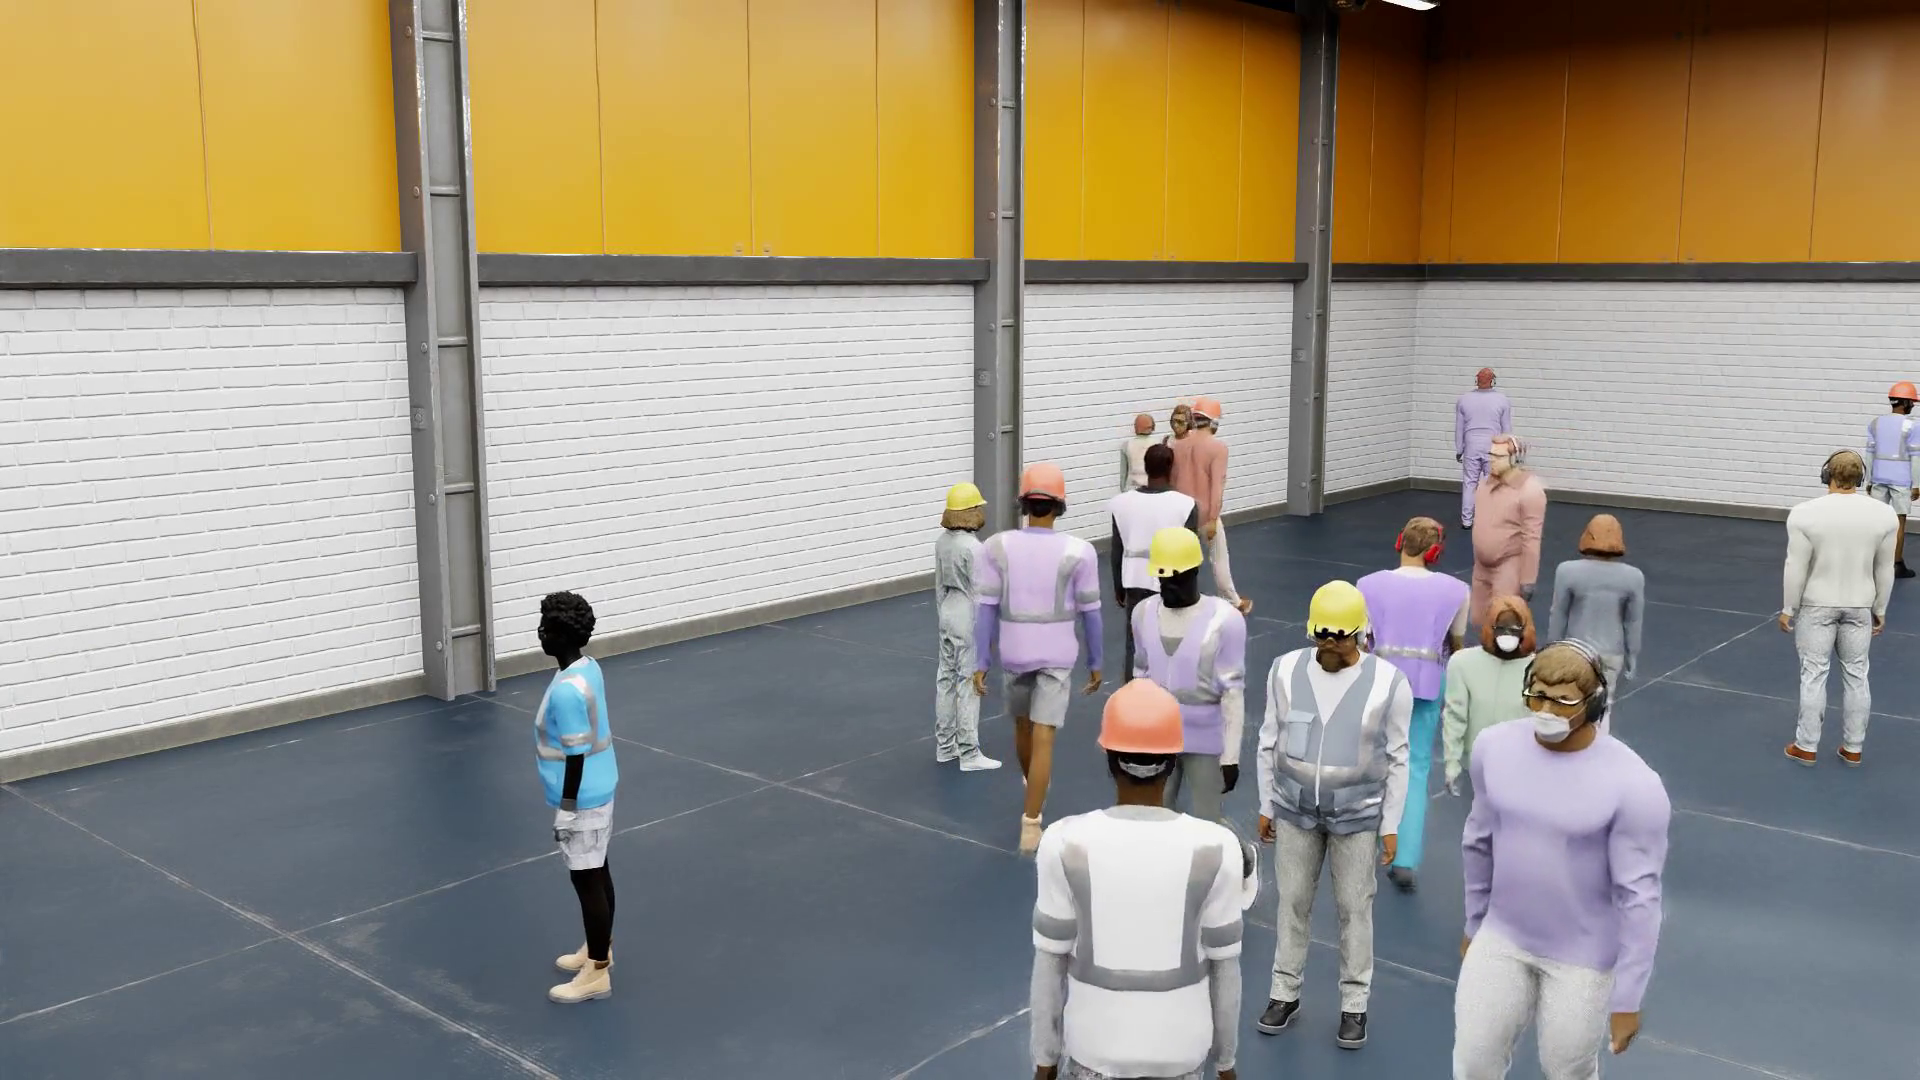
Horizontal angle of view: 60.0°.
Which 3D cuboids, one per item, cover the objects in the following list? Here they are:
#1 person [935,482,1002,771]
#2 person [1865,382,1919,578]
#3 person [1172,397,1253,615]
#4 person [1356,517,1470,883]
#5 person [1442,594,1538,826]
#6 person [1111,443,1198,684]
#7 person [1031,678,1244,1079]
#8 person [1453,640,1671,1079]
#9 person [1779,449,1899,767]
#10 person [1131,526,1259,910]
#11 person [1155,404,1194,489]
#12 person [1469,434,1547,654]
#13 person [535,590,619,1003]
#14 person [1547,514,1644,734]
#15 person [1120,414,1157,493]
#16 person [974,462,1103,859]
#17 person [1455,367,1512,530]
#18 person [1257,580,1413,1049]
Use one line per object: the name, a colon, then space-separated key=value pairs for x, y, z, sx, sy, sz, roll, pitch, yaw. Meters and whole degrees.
person: x=0.032 y=0.515 z=10.048 sx=0.287 sy=1.746 sz=0.487 roll=-6 pitch=11 yaw=-33
person: x=9.226 y=-0.593 z=16.425 sx=0.376 sy=1.931 sz=0.542 roll=-5 pitch=10 yaw=-28
person: x=2.080 y=-0.227 z=14.096 sx=1.052 sy=1.933 sz=0.642 roll=-8 pitch=12 yaw=-43
person: x=2.225 y=0.775 z=8.339 sx=0.597 sy=1.781 sz=0.957 roll=2 pitch=9 yaw=14
person: x=2.411 y=1.005 z=7.427 sx=0.483 sy=1.594 sz=0.805 roll=4 pitch=10 yaw=24
person: x=1.311 y=0.299 z=10.970 sx=0.624 sy=1.876 sz=0.938 roll=4 pitch=10 yaw=24
person: x=0.466 y=1.329 z=4.392 sx=0.555 sy=1.916 sz=0.621 roll=1 pitch=9 yaw=7
person: x=1.671 y=1.249 z=4.862 sx=0.673 sy=1.923 sz=0.661 roll=-8 pitch=12 yaw=-41
person: x=5.291 y=0.416 z=10.066 sx=0.627 sy=1.940 sz=0.370 roll=1 pitch=9 yaw=9
person: x=1.056 y=0.856 z=7.431 sx=0.603 sy=1.897 sz=0.719 roll=7 pitch=11 yaw=38
person: x=2.022 y=-0.338 z=15.176 sx=0.520 sy=1.826 sz=0.783 roll=6 pitch=11 yaw=32
person: x=3.832 y=0.197 z=11.587 sx=0.622 sy=1.893 sz=0.650 roll=-3 pitch=10 yaw=-21
person: x=-1.575 y=1.048 z=6.853 sx=0.322 sy=1.696 sz=0.536 roll=-1 pitch=9 yaw=-5
person: x=3.653 y=0.656 z=9.556 sx=0.507 sy=1.616 sz=0.611 roll=1 pitch=9 yaw=5
person: x=1.863 y=-0.454 z=16.544 sx=0.532 sy=1.603 sz=0.780 roll=4 pitch=10 yaw=25
person: x=0.445 y=0.586 z=8.787 sx=0.639 sy=1.996 sz=1.021 roll=3 pitch=9 yaw=15
person: x=6.104 y=-1.054 z=19.399 sx=0.638 sy=1.909 sz=0.408 roll=5 pitch=10 yaw=27
person: x=1.428 y=1.049 z=6.450 sx=0.586 sy=1.825 sz=0.403 roll=4 pitch=10 yaw=25
